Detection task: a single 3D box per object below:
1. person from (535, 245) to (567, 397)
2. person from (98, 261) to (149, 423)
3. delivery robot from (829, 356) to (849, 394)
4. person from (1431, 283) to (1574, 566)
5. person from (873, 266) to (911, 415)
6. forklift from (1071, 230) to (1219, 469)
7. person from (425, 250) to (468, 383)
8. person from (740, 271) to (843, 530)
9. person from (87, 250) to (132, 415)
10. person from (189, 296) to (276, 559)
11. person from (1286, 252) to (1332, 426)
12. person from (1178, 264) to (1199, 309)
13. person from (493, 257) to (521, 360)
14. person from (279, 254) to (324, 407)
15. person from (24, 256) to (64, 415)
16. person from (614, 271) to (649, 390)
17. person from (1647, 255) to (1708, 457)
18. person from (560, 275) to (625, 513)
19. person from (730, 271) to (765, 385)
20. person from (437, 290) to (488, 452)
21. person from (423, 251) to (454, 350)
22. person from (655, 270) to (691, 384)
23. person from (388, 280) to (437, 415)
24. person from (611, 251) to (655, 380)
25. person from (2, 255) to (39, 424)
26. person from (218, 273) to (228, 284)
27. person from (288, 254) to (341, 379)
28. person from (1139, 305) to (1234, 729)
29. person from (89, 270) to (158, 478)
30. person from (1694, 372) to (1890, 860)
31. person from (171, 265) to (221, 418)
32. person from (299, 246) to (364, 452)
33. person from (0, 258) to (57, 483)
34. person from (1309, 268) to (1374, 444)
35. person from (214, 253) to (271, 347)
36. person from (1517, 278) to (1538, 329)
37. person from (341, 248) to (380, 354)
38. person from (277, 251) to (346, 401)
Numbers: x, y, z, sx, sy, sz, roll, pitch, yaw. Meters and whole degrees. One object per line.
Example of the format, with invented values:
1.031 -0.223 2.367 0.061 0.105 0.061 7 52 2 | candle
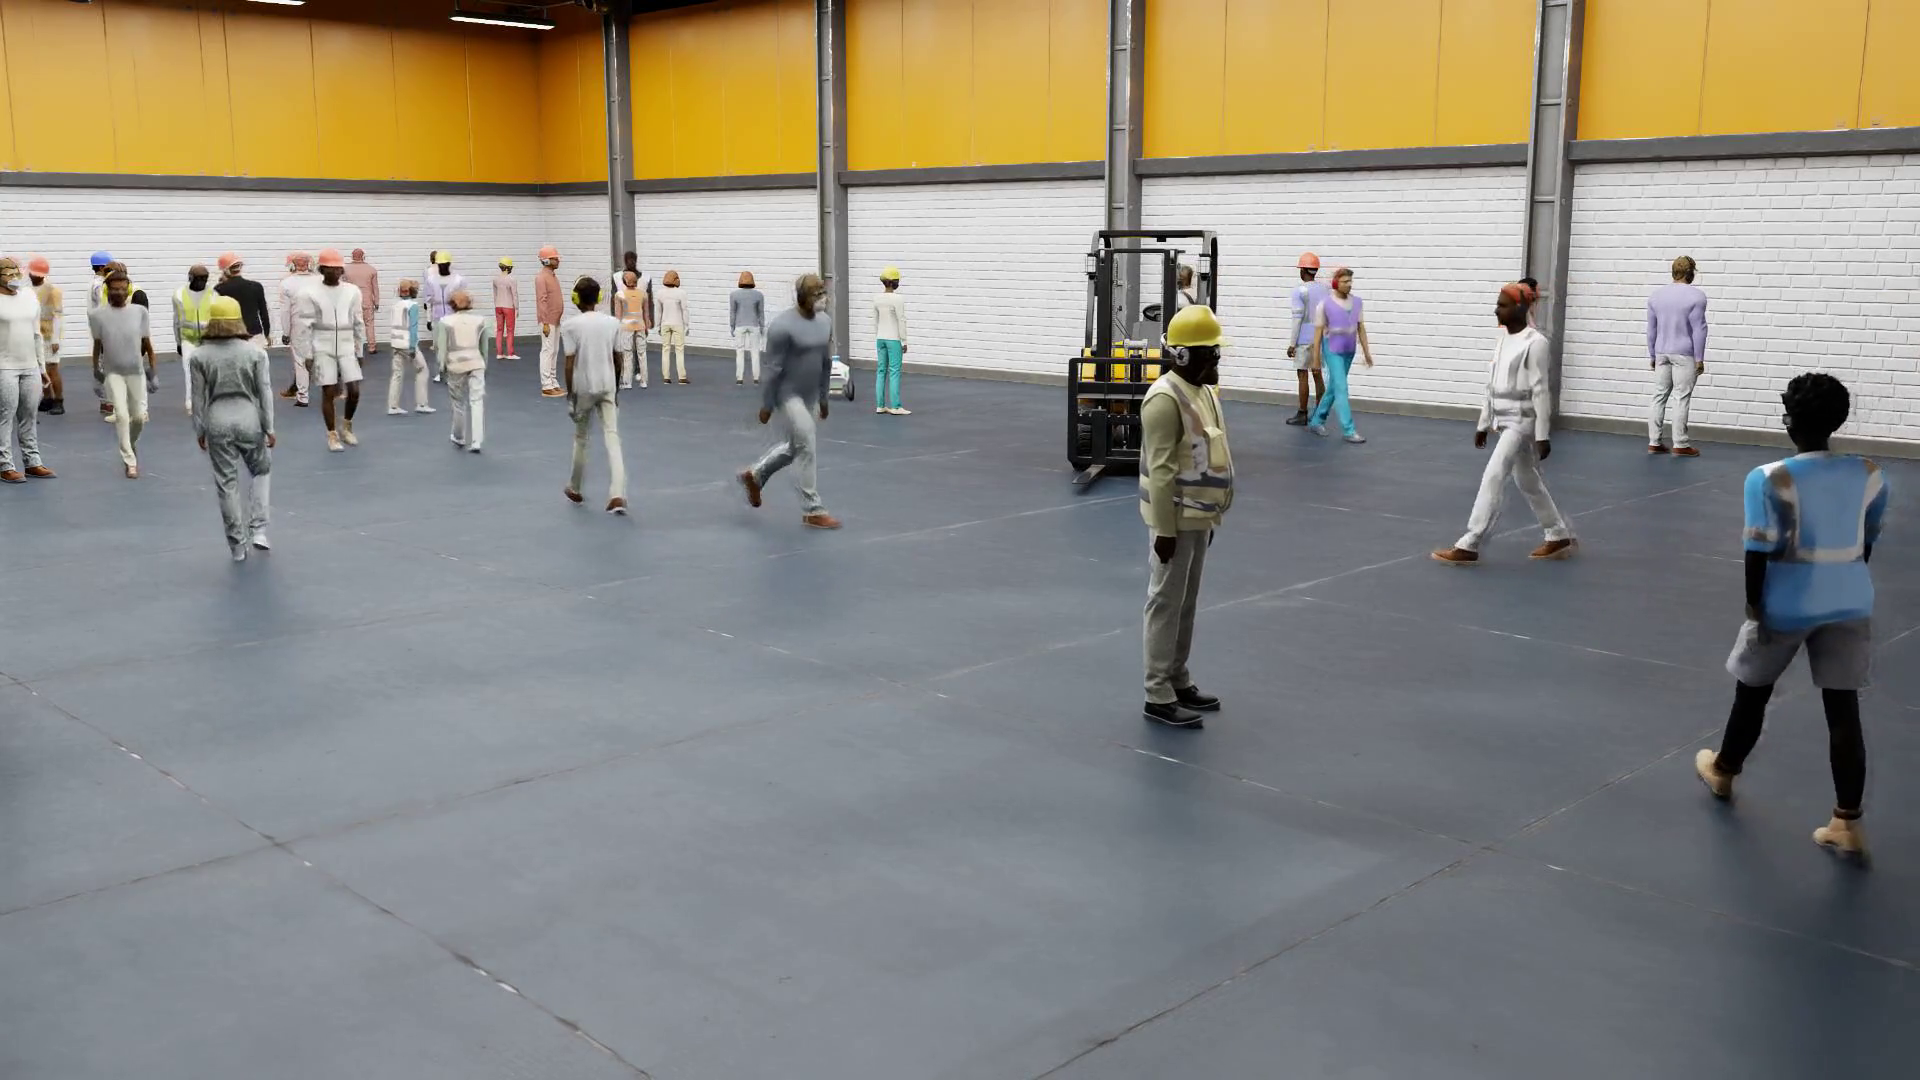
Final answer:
-5.432 -2.902 22.086 0.373 1.997 0.615 0 10 2 | person
-9.548 -2.249 18.951 0.635 1.842 0.429 3 11 16 | person
-1.623 -2.146 21.646 0.477 0.478 0.707 0 10 -2 | delivery robot
3.612 -0.744 10.789 0.999 1.834 0.599 -1 10 -4 | person
-0.819 -2.372 19.822 0.309 1.772 0.525 -10 15 -44 | person
1.804 -1.825 15.677 1.214 2.155 2.313 2 11 13 | forklift
-7.429 -3.207 23.993 0.613 1.901 0.778 -1 10 -4 | person
-1.281 -1.040 12.265 0.947 1.891 0.651 7 12 33 | person
-10.200 -2.472 19.878 0.384 1.949 0.604 -8 13 -37 | person
-4.803 -0.743 11.021 0.505 1.727 0.455 -3 11 -17 | person
3.905 -2.252 18.704 0.542 1.939 0.365 -6 12 -30 | person
2.529 -2.089 18.156 0.534 1.825 0.635 -7 13 -34 | person
-7.795 -3.979 28.619 0.518 1.756 0.344 5 11 24 | person
-8.158 -2.614 20.784 0.636 1.902 0.405 -7 13 -34 | person
-10.937 -2.426 19.800 0.706 1.885 0.487 4 11 22 | person
-4.545 -2.904 23.074 0.513 1.641 0.307 -7 13 -35 | person
6.926 -1.770 16.078 0.373 1.940 0.628 -6 12 -30 | person
-2.852 -1.134 12.936 0.497 1.825 0.995 -5 12 -27 | person
-3.039 -3.027 23.791 0.495 1.622 0.297 -2 11 -12 | person
-4.922 -1.672 16.476 0.522 1.584 0.853 -5 12 -27 | person
-9.718 -4.457 31.033 0.430 1.835 0.638 10 14 43 | person
-4.121 -3.049 23.879 0.497 1.634 0.279 3 11 14 | person
-6.567 -2.292 19.830 0.613 1.602 0.526 -10 14 -44 | person
-4.816 -3.298 24.500 0.626 1.897 0.440 -3 11 -16 | person
-10.726 -2.255 18.803 0.666 1.915 0.556 8 13 37 | person
-10.491 -3.069 24.066 0.321 1.612 0.597 -2 11 -10 | person
-9.447 -3.217 24.191 1.004 1.852 0.682 9 14 42 | person
0.996 -0.110 7.309 0.404 1.832 0.592 5 12 26 | person
-7.473 -1.491 14.857 0.522 1.838 0.771 -8 13 -36 | person
2.984 0.234 5.917 0.551 1.649 0.887 0 10 -1 | person
-9.049 -2.390 19.888 0.626 1.801 0.922 -4 11 -19 | person
-6.153 -1.864 16.361 0.625 2.024 0.433 -7 12 -33 | person
-8.203 -1.470 14.439 0.372 1.940 0.630 4 11 20 | person
3.958 -1.935 17.379 0.569 1.803 0.951 -7 12 -32 | person
-8.596 -2.466 19.937 0.612 1.935 1.029 -4 11 -22 | person
5.906 -1.919 17.576 0.321 1.690 0.532 3 11 18 | person
-10.766 -4.282 29.888 0.646 1.901 0.400 -3 11 -17 | person
-8.402 -2.747 21.450 1.041 1.934 0.625 2 11 9 | person
